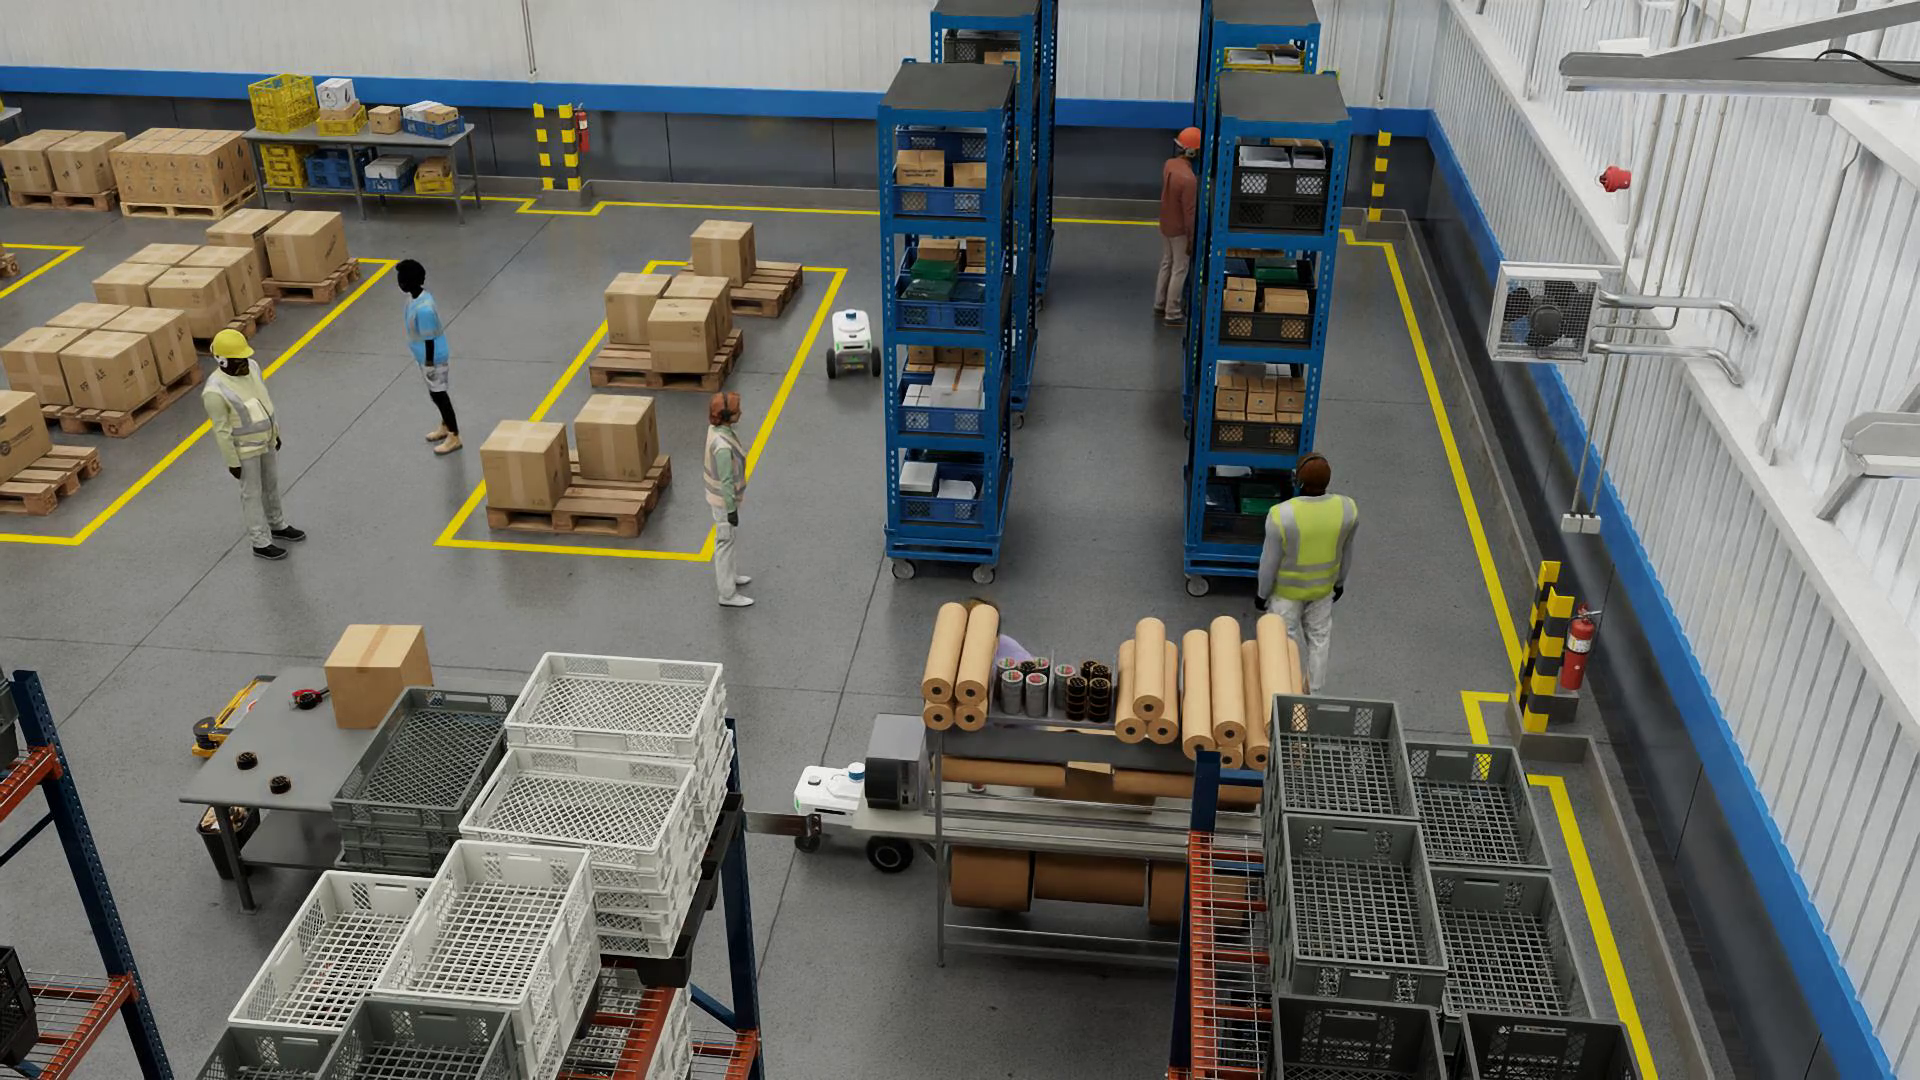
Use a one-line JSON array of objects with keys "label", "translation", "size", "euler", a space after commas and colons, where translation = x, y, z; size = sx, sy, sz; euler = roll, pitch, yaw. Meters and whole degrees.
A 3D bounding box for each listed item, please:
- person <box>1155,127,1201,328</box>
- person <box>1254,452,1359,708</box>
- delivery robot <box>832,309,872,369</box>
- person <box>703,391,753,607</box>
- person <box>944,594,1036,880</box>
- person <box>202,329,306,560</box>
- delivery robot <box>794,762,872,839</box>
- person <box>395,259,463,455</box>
[{"label": "person", "translation": [2.150, -3.032, 16.173], "size": [0.410, 1.980, 0.626], "euler": [-9, 31, -14]}, {"label": "person", "translation": [2.171, 0.282, 10.612], "size": [0.633, 1.841, 0.429], "euler": [-8, 31, -13]}, {"label": "delivery robot", "translation": [-1.015, -1.918, 15.570], "size": [0.477, 0.478, 0.707], "euler": [-3, 30, -6]}, {"label": "person", "translation": [-1.651, -0.300, 11.818], "size": [0.317, 1.632, 0.518], "euler": [-5, 31, -9]}, {"label": "person", "translation": [0.134, 1.106, 9.115], "size": [0.629, 1.930, 0.375], "euler": [17, 34, 27]}, {"label": "person", "translation": [-5.261, -0.722, 12.358], "size": [0.403, 1.824, 0.581], "euler": [6, 31, 10]}, {"label": "delivery robot", "translation": [-0.595, 1.515, 9.674], "size": [0.707, 0.478, 0.477], "euler": [6, 31, 10]}, {"label": "person", "translation": [-4.436, -1.550, 13.912], "size": [0.321, 1.692, 0.533], "euler": [-13, 33, -21]}]
